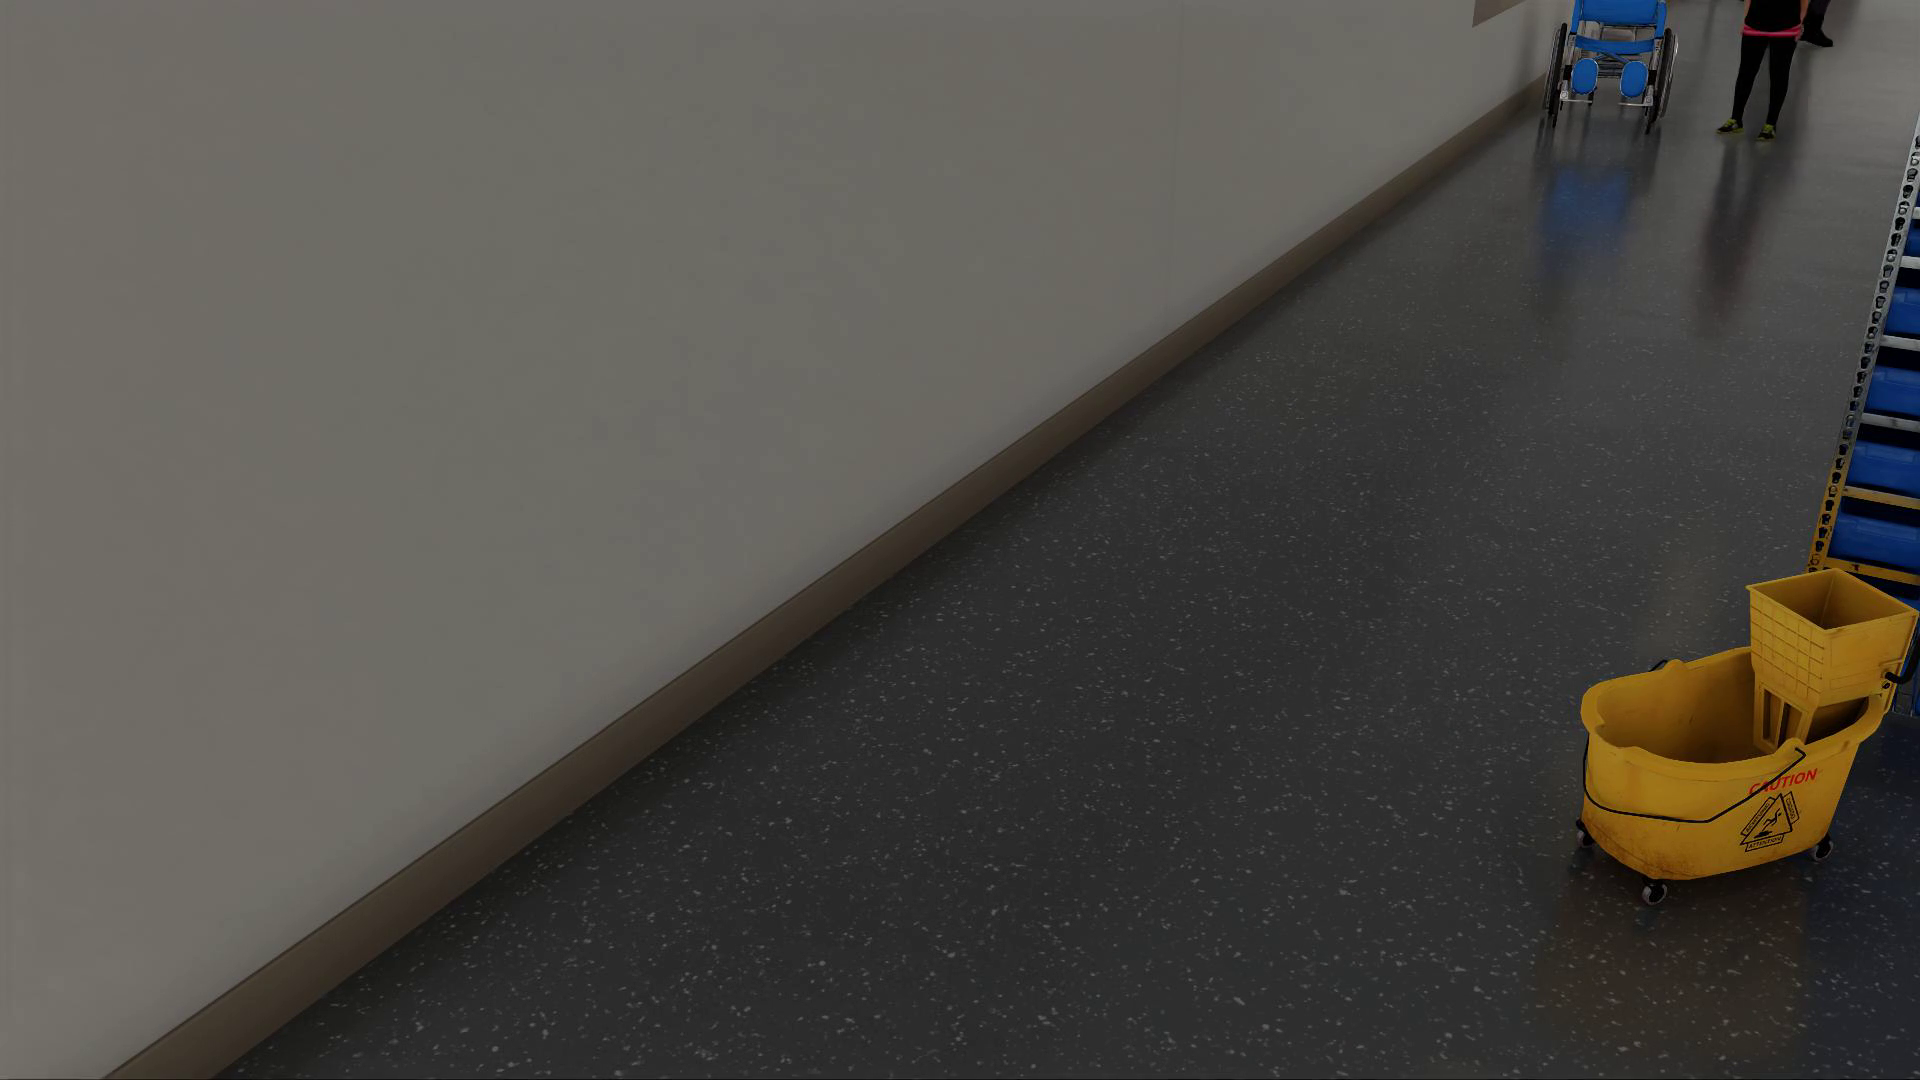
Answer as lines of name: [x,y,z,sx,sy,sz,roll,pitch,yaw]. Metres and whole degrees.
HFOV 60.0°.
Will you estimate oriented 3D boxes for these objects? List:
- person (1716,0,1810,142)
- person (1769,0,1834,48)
person: [5.420,-3.466,11.062,0.653,1.552,0.522,-23,34,-39]
person: [7.378,-5.166,14.390,0.698,1.723,0.890,13,29,25]
